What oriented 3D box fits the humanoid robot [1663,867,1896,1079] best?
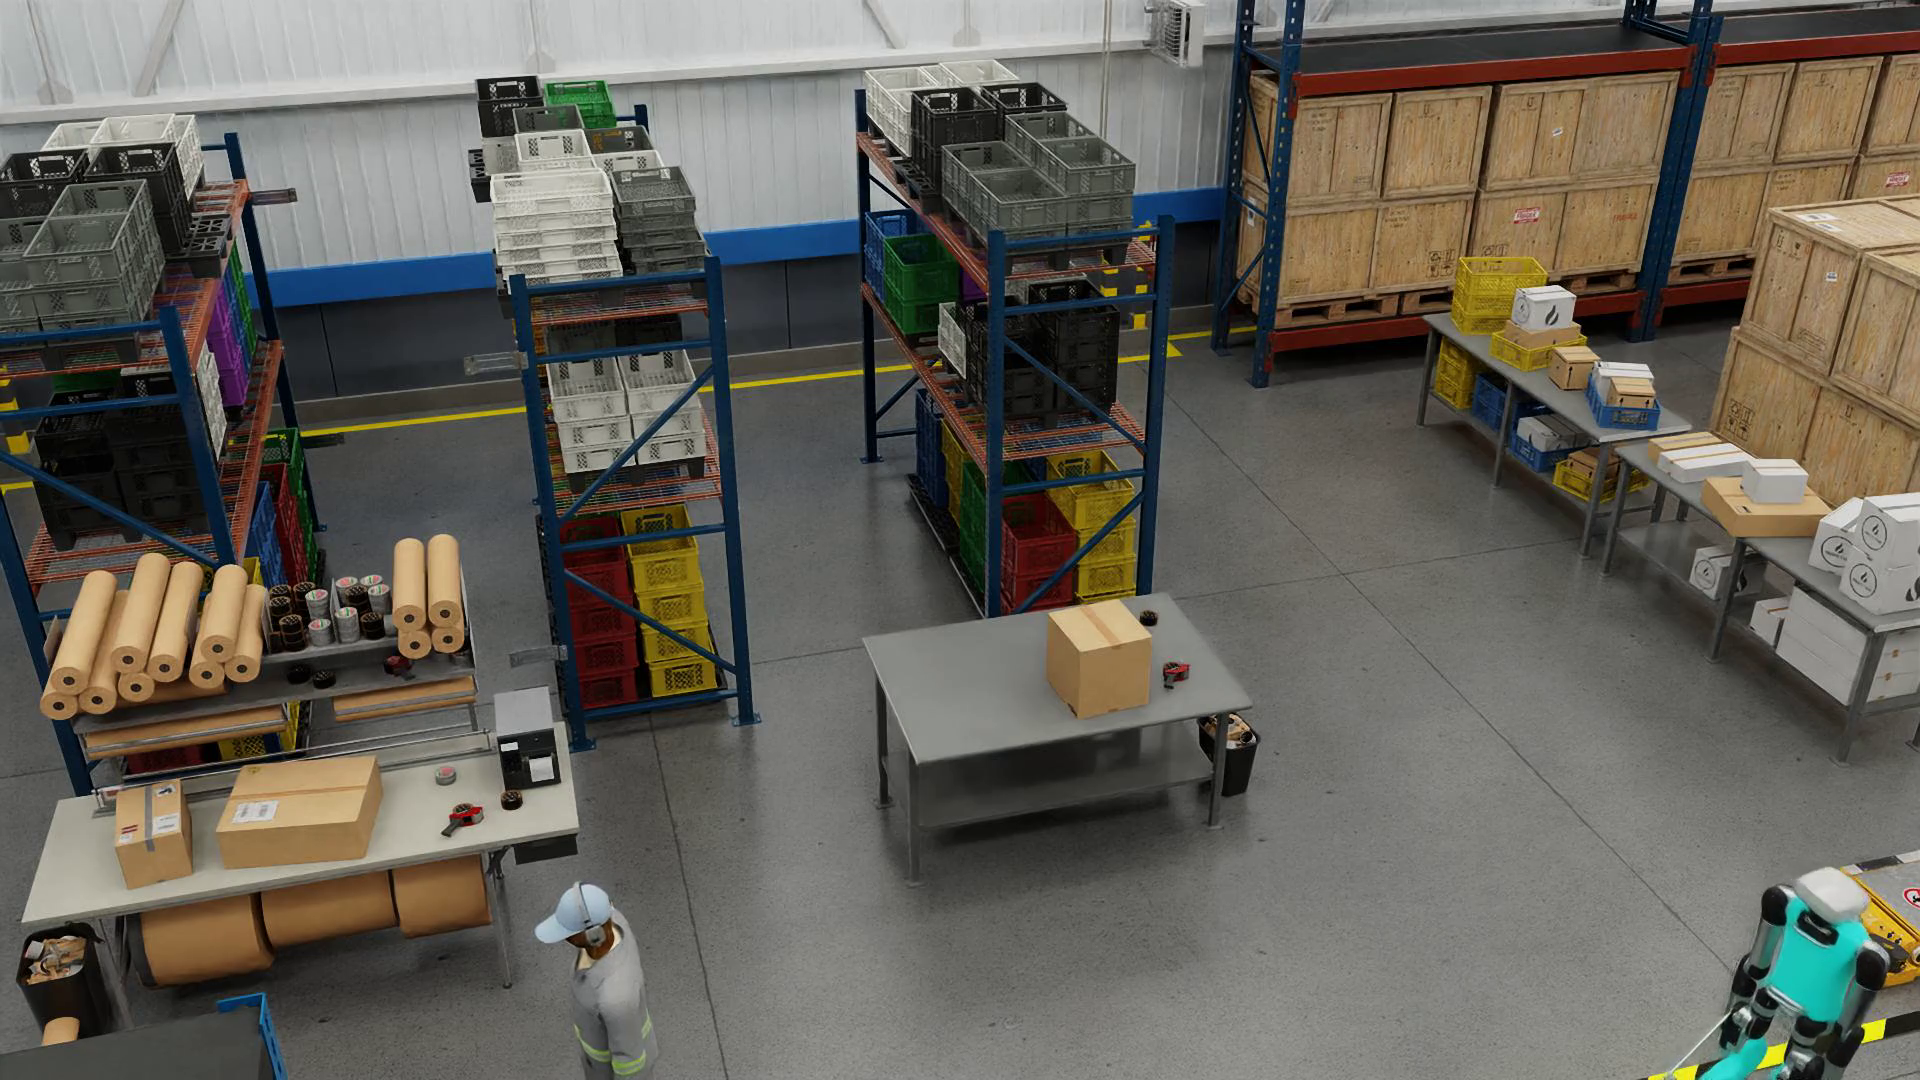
[{"bbox_3d":[3.216,2.136,6.741,1.018,1.727,0.533,-15,32,-26],"label":"humanoid robot"}]

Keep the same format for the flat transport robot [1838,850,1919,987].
[{"bbox_3d":[5.163,1.916,8.676,1.431,0.231,0.659,-8,30,-14],"label":"flat transport robot"}]

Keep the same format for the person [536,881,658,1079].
[{"bbox_3d":[-1.416,2.102,6.697,0.396,1.848,0.587,-9,30,-16],"label":"person"}]
